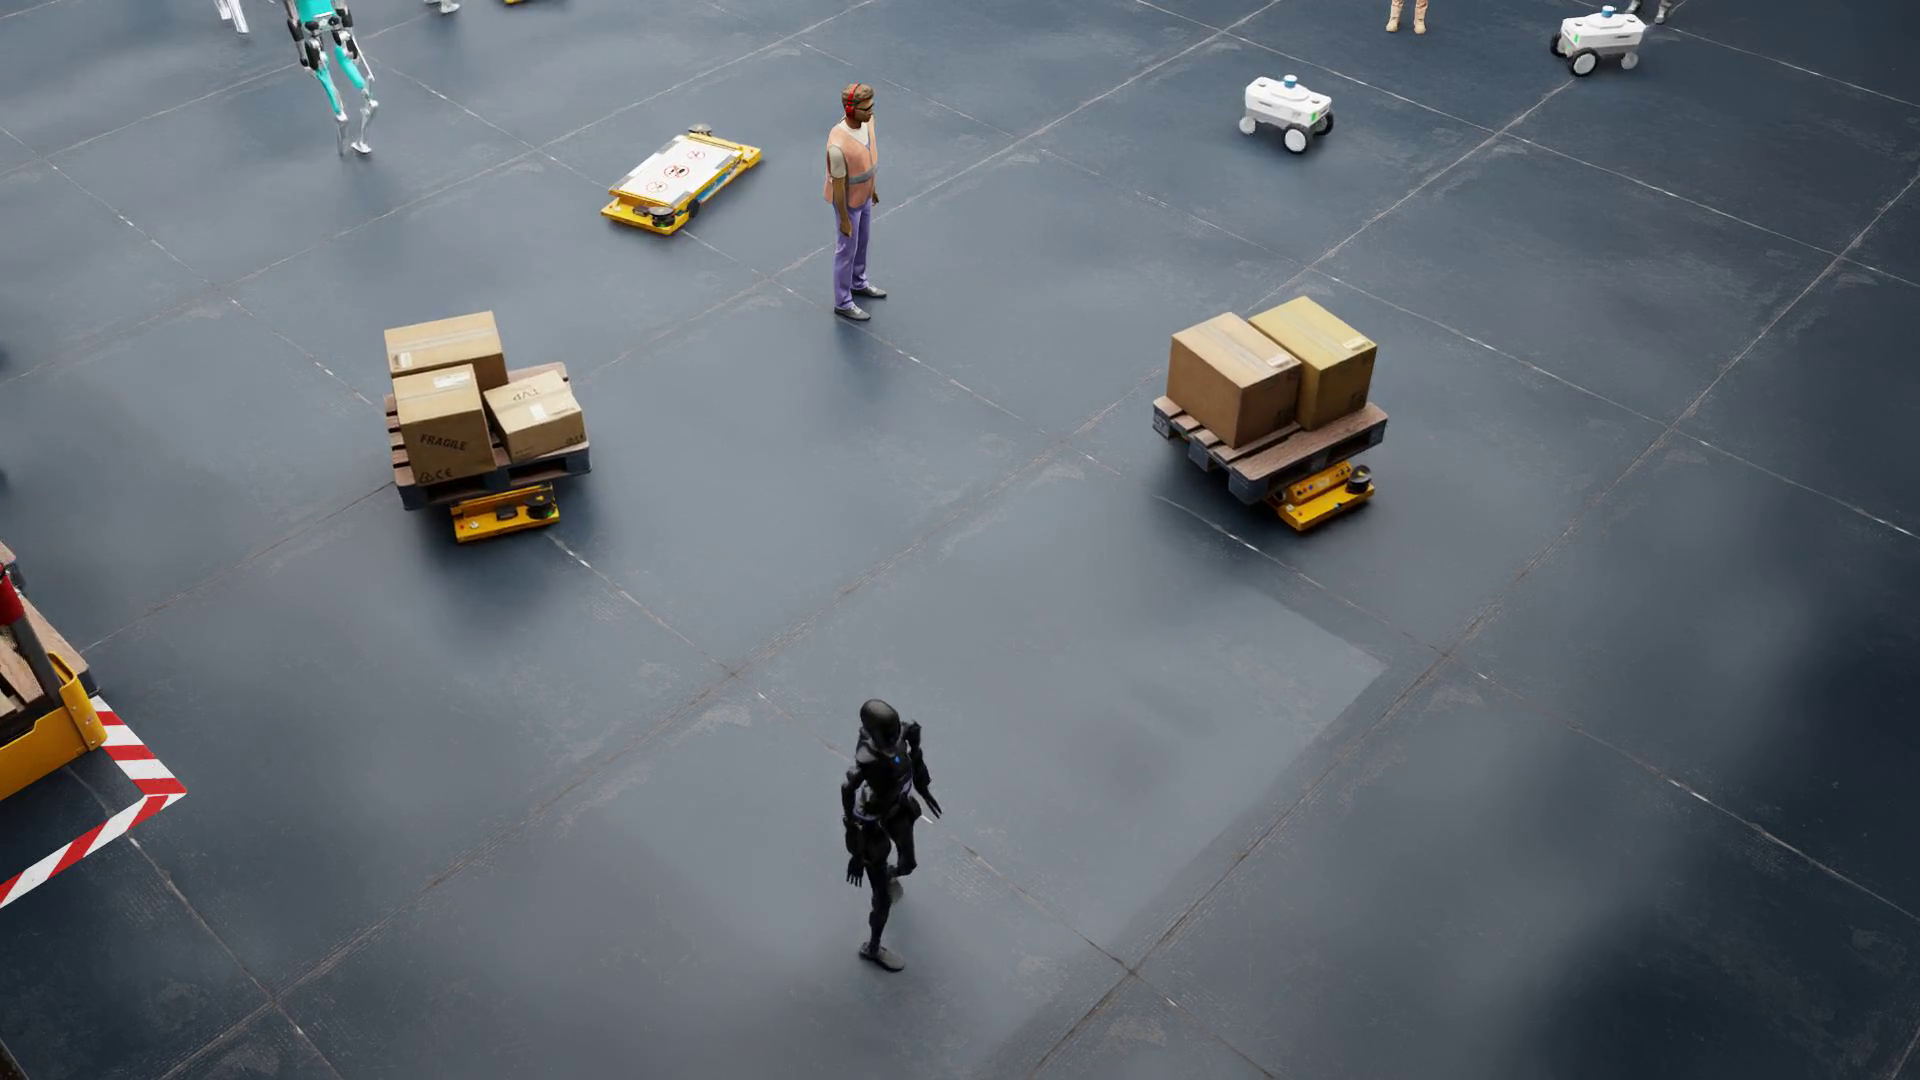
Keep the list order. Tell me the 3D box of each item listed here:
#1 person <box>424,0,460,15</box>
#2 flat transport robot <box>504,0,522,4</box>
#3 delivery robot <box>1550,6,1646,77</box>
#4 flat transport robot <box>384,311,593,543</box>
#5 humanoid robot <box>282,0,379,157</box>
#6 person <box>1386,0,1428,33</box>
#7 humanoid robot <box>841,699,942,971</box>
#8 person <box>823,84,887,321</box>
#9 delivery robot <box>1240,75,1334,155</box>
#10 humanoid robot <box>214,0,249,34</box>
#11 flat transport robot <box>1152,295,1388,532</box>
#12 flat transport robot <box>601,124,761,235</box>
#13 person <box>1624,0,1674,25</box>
[{"bbox_3d":[-5.229,-5.935,16.116,0.345,1.613,0.559,-31,50,-30],"label":"person"},{"bbox_3d":[-4.562,-5.915,17.100,0.659,0.231,1.431,-20,46,-21],"label":"flat transport robot"},{"bbox_3d":[5.951,-4.666,15.512,0.815,0.614,0.499,-6,42,-7],"label":"delivery robot"},{"bbox_3d":[-3.127,-0.550,11.137,0.659,0.231,1.431,-13,44,-14],"label":"flat transport robot"},{"bbox_3d":[-5.180,-3.988,13.910,0.544,1.825,0.788,-32,51,-30],"label":"humanoid robot"},{"bbox_3d":[4.387,-5.661,15.712,0.481,1.748,0.322,7,42,8],"label":"person"},{"bbox_3d":[-0.350,1.339,8.014,0.479,1.641,0.609,28,49,28],"label":"humanoid robot"},{"bbox_3d":[-0.781,-2.473,12.108,0.390,1.836,0.559,14,44,15],"label":"person"},{"bbox_3d":[2.857,-3.730,14.472,0.815,0.614,0.499,26,48,26],"label":"delivery robot"},{"bbox_3d":[-7.092,-5.639,15.694,0.553,1.738,1.001,-18,45,-19],"label":"humanoid robot"},{"bbox_3d":[2.060,-0.623,11.219,0.659,0.231,1.431,-24,47,-24],"label":"flat transport robot"},{"bbox_3d":[-2.315,-3.020,13.883,0.659,0.231,1.431,19,45,20],"label":"flat transport robot"},{"bbox_3d":[6.800,-5.895,15.911,0.574,1.830,0.389,24,47,24],"label":"person"}]
